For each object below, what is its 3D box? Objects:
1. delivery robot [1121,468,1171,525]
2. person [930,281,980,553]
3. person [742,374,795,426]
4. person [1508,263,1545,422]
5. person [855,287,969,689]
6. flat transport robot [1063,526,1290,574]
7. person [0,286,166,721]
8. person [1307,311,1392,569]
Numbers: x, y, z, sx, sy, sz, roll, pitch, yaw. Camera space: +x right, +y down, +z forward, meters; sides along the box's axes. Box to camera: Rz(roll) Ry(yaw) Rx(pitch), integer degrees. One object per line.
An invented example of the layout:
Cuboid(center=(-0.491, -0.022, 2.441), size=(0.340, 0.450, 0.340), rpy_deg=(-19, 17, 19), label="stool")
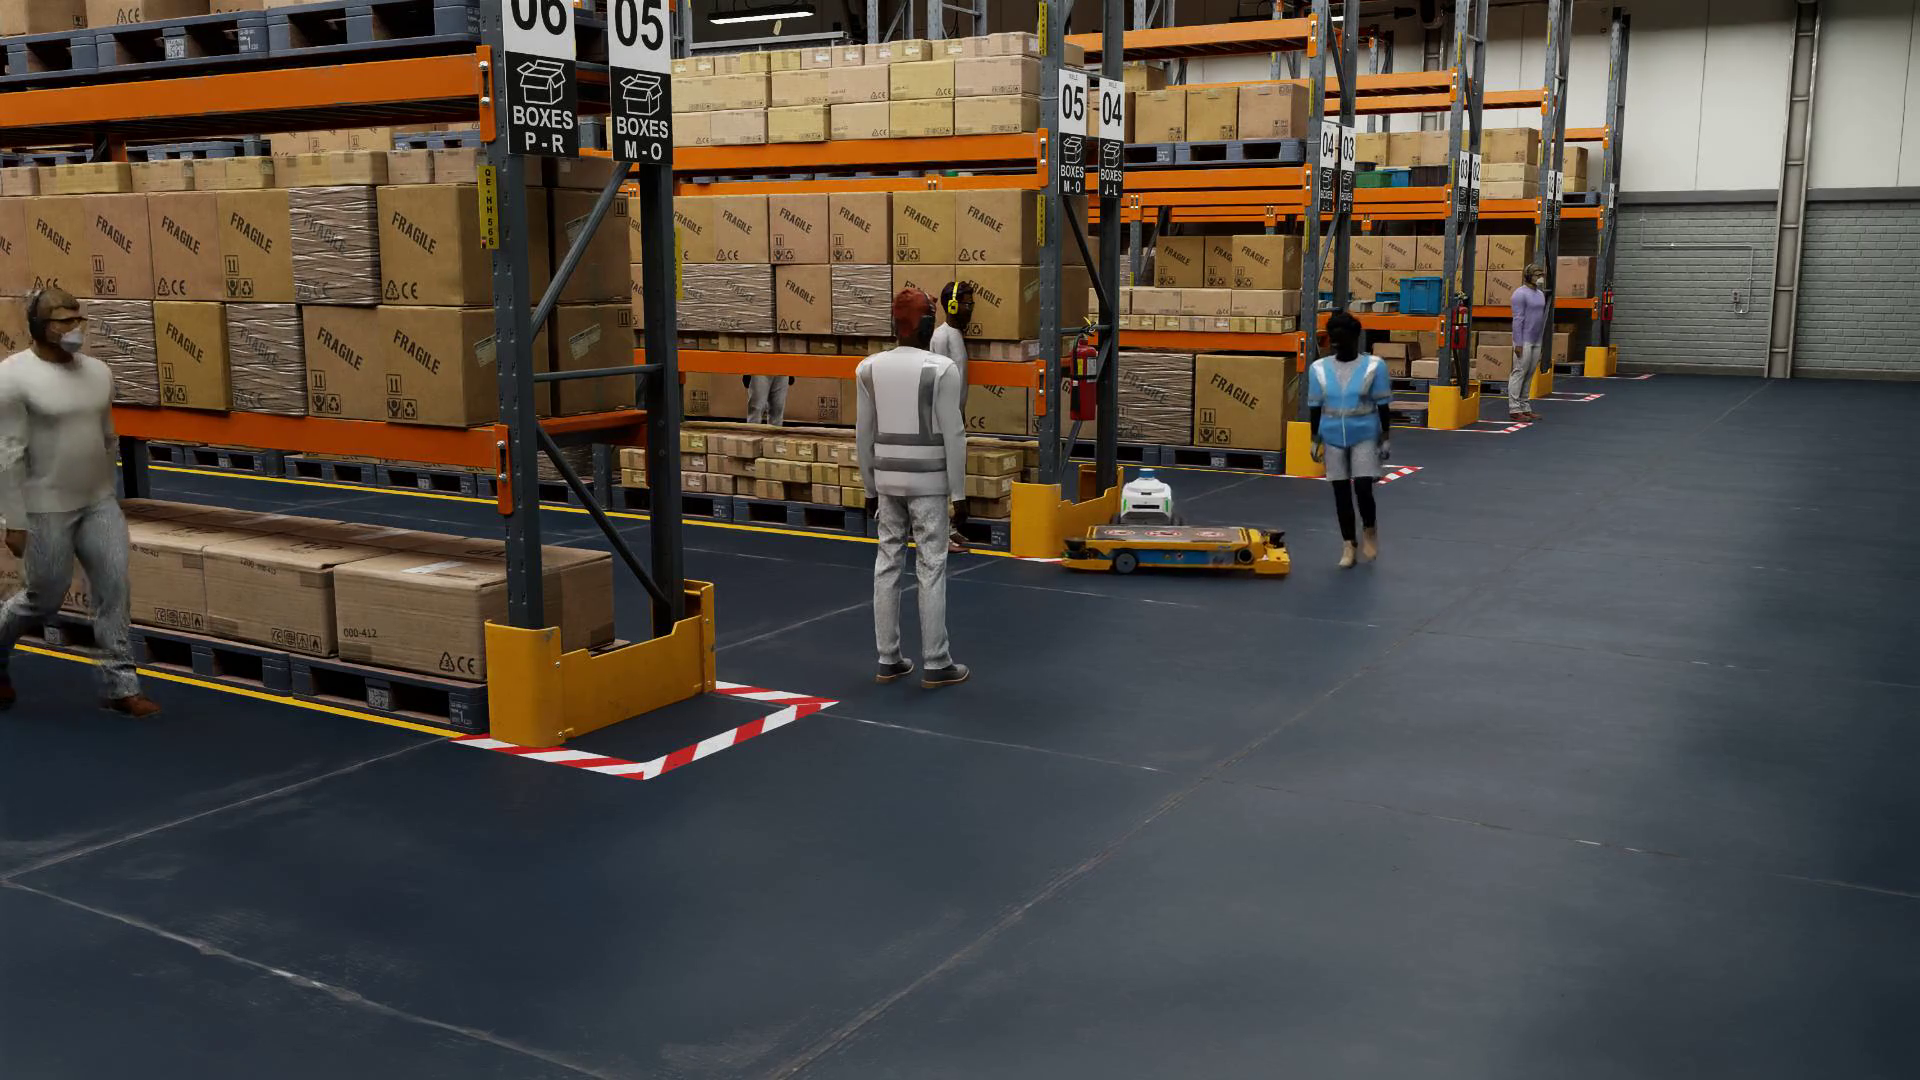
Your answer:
Cuboid(center=(1.290, -0.253, 11.537), size=(0.477, 0.478, 0.707), rpy_deg=(1, 10, 6), label="delivery robot")
Cuboid(center=(-0.048, -0.837, 11.427), size=(0.333, 1.860, 0.510), rpy_deg=(2, 10, 13), label="person")
Cuboid(center=(-1.865, -1.648, 16.221), size=(0.429, 1.840, 0.636), rpy_deg=(9, 14, 44), label="person")
Cuboid(center=(7.007, -2.430, 20.509), size=(0.373, 1.940, 0.629), rpy_deg=(9, 13, 44), label="person")
Cuboid(center=(-0.218, -0.241, 7.847), size=(0.573, 1.887, 0.355), rpy_deg=(5, 11, 29), label="person")
Cuboid(center=(1.408, 0.051, 10.861), size=(1.431, 0.197, 0.652), rpy_deg=(1, 10, 6), label="flat transport robot")
Cuboid(center=(-3.979, -0.147, 7.259), size=(0.865, 1.915, 0.637), rpy_deg=(3, 10, 19), label="person")
Cuboid(center=(2.525, -0.645, 10.818), size=(0.530, 1.677, 0.361), rpy_deg=(5, 11, 27), label="person")
